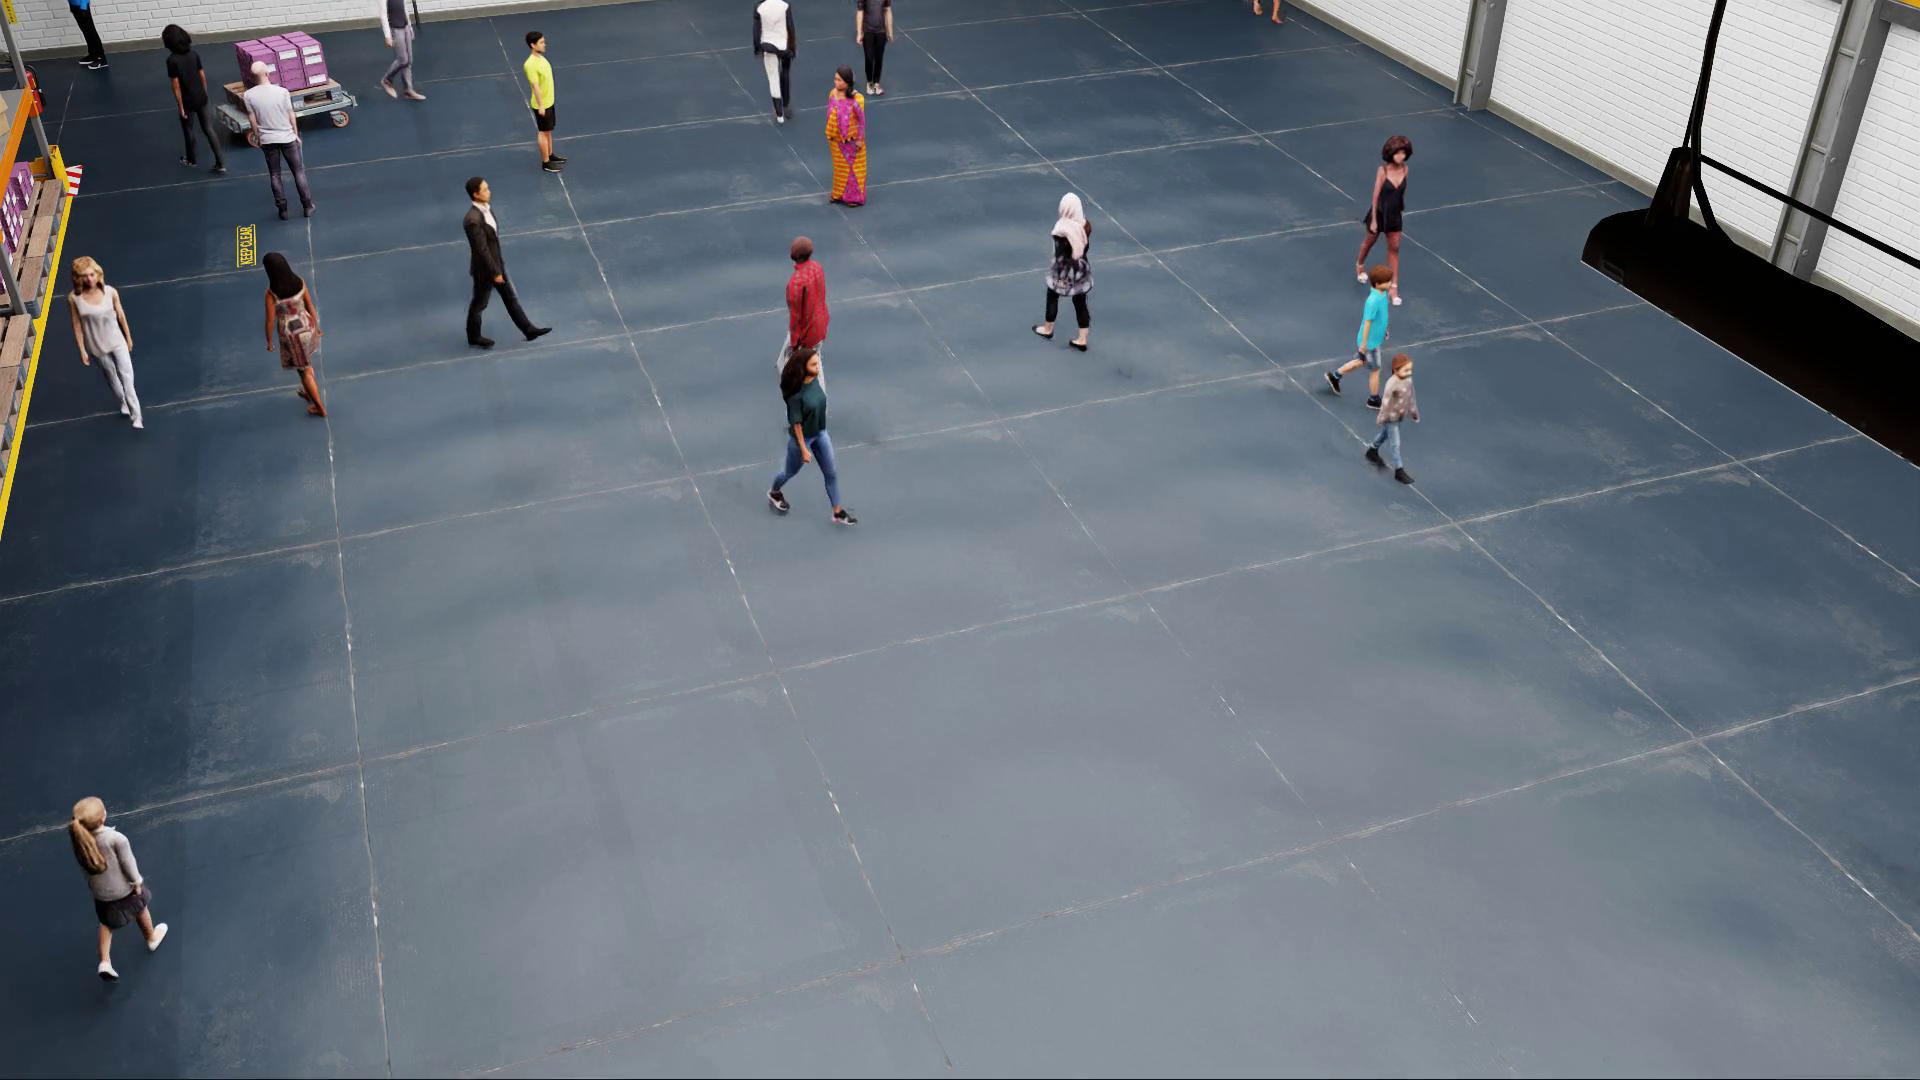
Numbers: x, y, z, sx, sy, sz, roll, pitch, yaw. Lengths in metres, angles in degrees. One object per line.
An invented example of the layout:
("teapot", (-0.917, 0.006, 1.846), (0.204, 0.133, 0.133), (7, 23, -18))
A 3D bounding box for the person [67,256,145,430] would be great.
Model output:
("person", (-7.837, -1.832, 15.253), (0.623, 1.626, 1.055), (-13, 36, -19))

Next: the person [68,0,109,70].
("person", (-12.685, -7.736, 23.980), (0.634, 1.798, 0.750), (27, 42, 35))

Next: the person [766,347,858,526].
("person", (-1.348, -0.859, 13.833), (1.169, 1.578, 1.016), (20, 38, 27))

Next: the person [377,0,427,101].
("person", (-7.767, -6.963, 22.707), (0.939, 1.920, 0.896), (8, 34, 12))

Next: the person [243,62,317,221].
("person", (-7.909, -4.628, 19.272), (0.671, 1.833, 0.606), (-8, 34, -12))

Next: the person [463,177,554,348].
("person", (-4.759, -2.699, 16.431), (1.058, 1.766, 1.157), (3, 34, 4))

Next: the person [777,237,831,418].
("person", (-1.331, -1.897, 15.184), (0.875, 1.811, 0.830), (18, 38, 25))

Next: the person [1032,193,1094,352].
("person", (1.164, -2.619, 16.450), (0.806, 1.611, 0.978), (-24, 40, -31))

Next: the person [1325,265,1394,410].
("person", (3.784, -1.922, 15.566), (0.961, 1.429, 0.906), (14, 36, 20))

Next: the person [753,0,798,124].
("person", (-2.431, -6.457, 22.002), (0.853, 1.857, 1.144), (-5, 34, -7))

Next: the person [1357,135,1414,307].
("person", (4.424, -3.406, 17.520), (0.611, 1.737, 1.103), (-9, 35, -13))

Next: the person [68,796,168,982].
("person", (-4.993, 2.044, 9.749), (0.666, 1.264, 0.845), (1, 34, 1))

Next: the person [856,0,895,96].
("person", (-1.215, -7.041, 22.977), (0.683, 1.751, 0.624), (-14, 36, -20))

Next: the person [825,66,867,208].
("person", (-1.344, -4.787, 19.649), (0.770, 1.681, 0.841), (19, 38, 27))

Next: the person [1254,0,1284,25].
("person", (4.900, -9.027, 25.877), (0.635, 1.848, 0.854), (-13, 36, -19))

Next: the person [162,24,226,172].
("person", (-9.392, -5.403, 20.463), (1.104, 1.806, 0.993), (20, 38, 27))

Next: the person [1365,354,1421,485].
("person", (3.777, -1.121, 14.594), (0.652, 1.171, 0.866), (-25, 41, -33))

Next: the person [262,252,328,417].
("person", (-6.059, -1.869, 15.303), (0.933, 1.632, 0.867), (20, 38, 27))

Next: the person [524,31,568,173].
("person", (-5.185, -5.454, 20.627), (0.746, 1.709, 0.595), (0, 34, 0))
